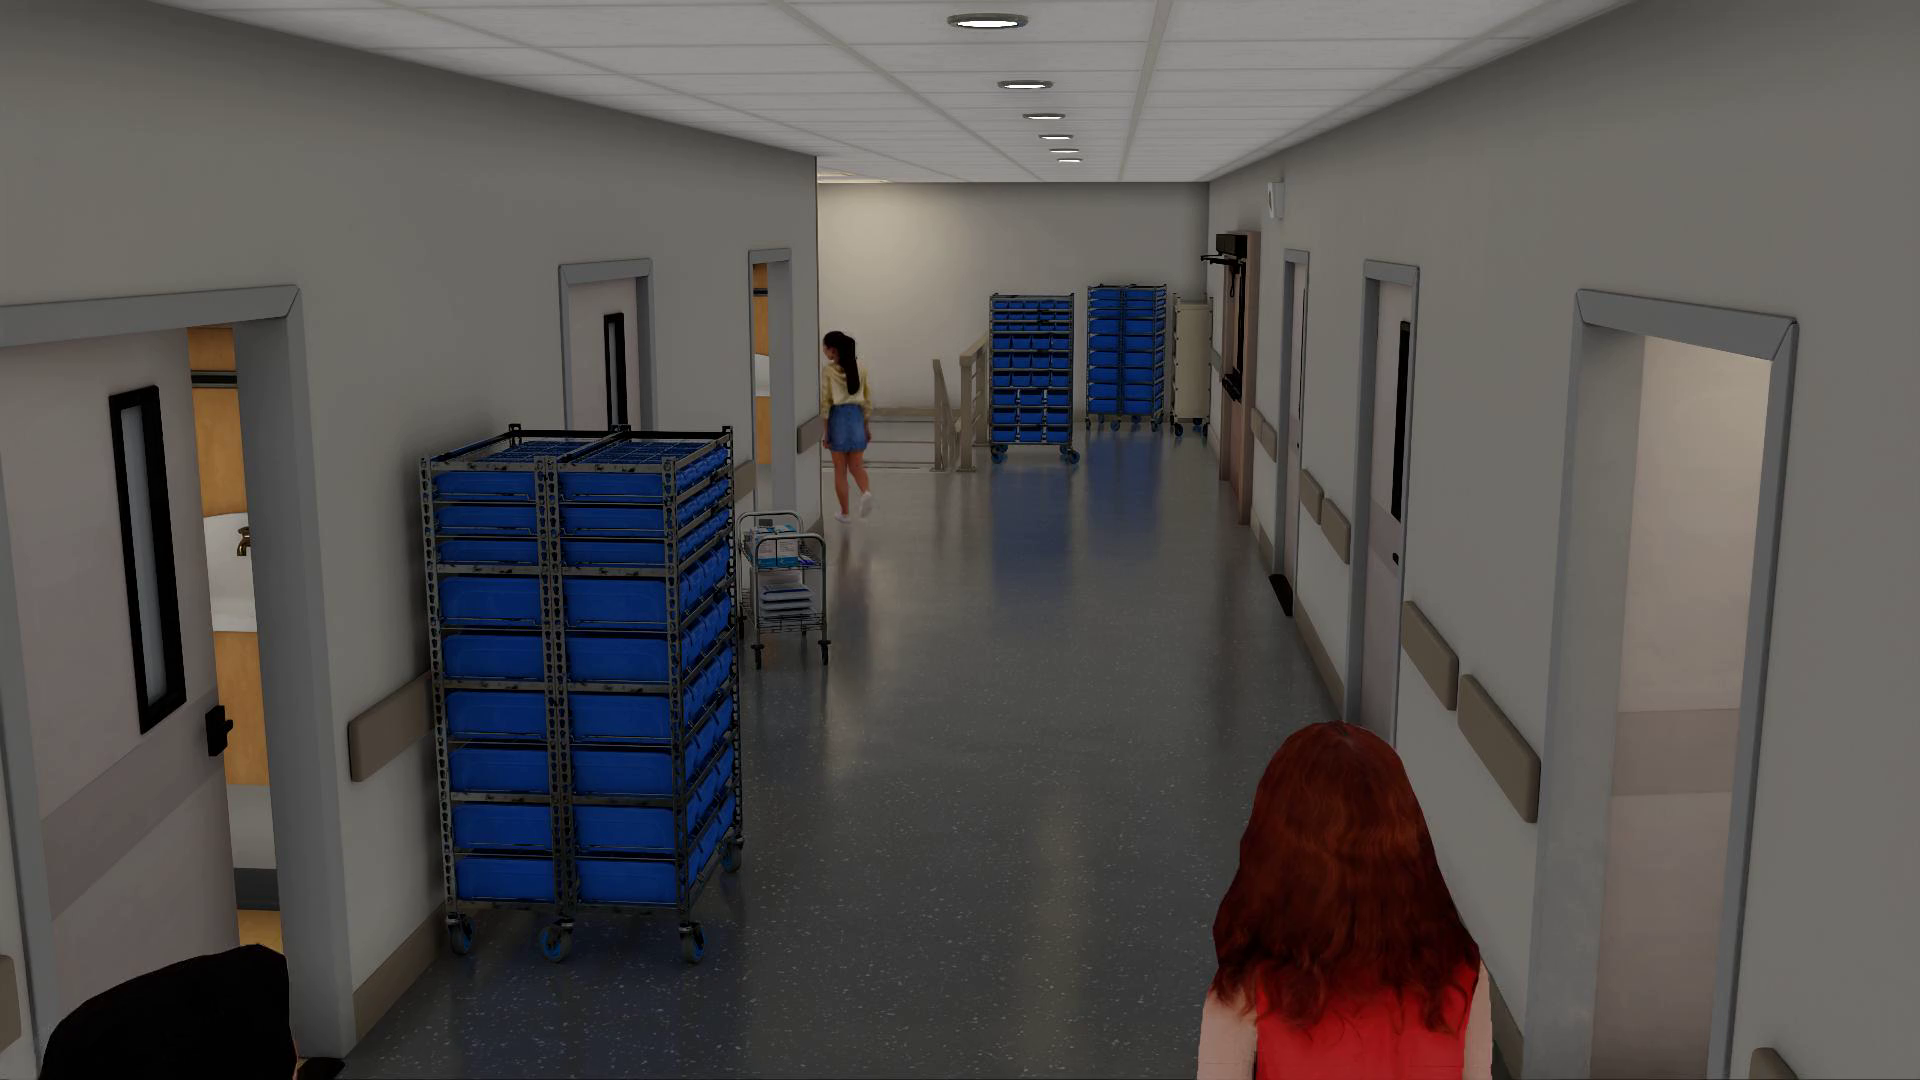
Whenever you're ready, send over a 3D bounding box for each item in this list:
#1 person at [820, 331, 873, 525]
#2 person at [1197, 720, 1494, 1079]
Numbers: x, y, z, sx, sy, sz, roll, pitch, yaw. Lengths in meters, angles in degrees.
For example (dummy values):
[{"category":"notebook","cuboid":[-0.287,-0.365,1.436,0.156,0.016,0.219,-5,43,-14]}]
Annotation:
[{"category":"person","cuboid":[-0.911,-0.885,13.609,0.910,1.601,1.043,-5,12,-24]},{"category":"person","cuboid":[0.554,1.161,2.256,0.728,1.815,0.788,-2,11,-10]}]
